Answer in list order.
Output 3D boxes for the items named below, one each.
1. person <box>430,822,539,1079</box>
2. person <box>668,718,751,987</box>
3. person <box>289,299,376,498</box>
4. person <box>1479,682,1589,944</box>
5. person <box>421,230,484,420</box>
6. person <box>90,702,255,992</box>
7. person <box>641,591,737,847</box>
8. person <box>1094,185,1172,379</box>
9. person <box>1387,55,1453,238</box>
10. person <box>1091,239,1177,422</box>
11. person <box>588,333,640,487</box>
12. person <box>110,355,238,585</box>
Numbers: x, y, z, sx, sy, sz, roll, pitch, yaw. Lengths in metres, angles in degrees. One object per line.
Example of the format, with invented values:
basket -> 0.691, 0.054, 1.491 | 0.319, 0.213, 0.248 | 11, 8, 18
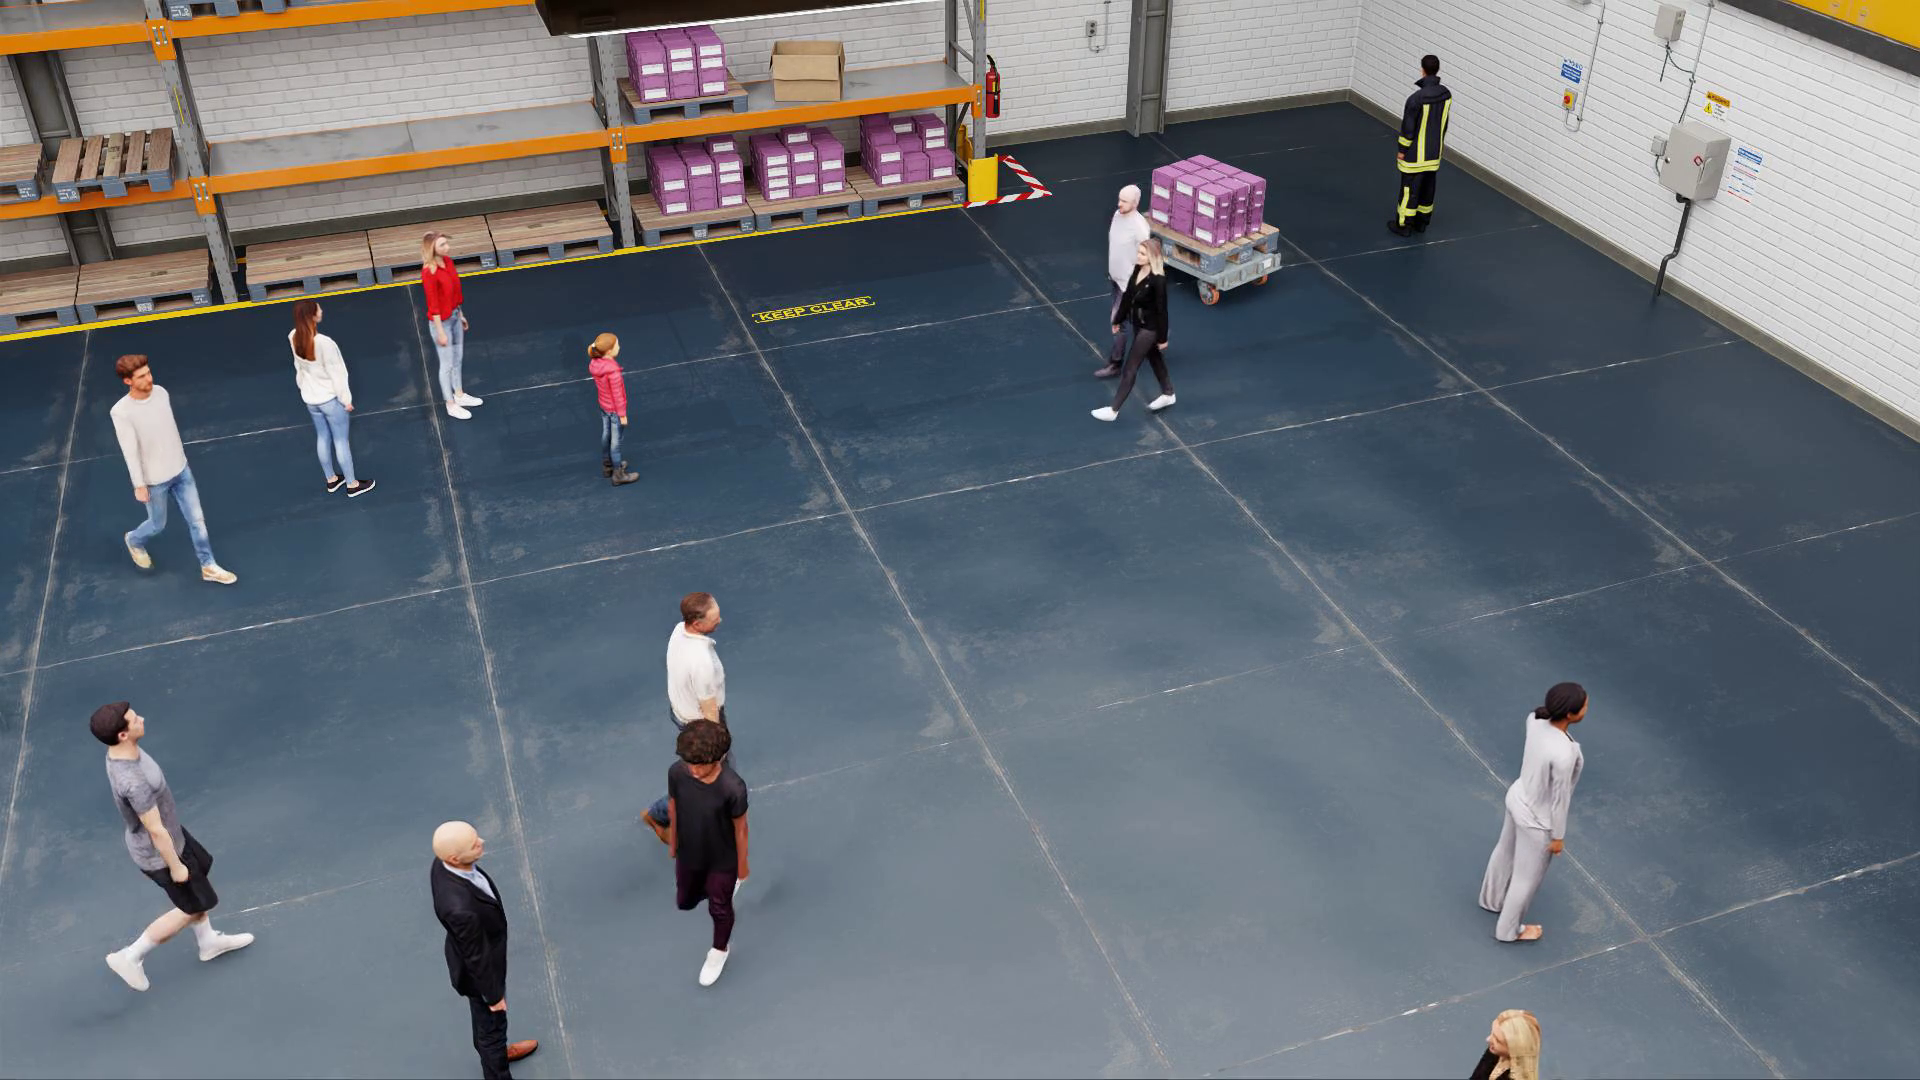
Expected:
person -> -2.397, 2.094, 8.285 | 0.574, 1.800, 0.686 | -13, 36, -19
person -> -1.322, 1.614, 9.044 | 0.924, 1.759, 0.975 | 14, 36, 20
person -> -5.050, -1.137, 13.244 | 0.706, 1.691, 0.754 | 16, 37, 23
person -> 3.191, 1.502, 9.236 | 0.632, 1.733, 0.674 | -2, 34, -3
person -> -4.429, -1.876, 14.345 | 0.693, 1.704, 0.689 | 7, 34, 11
person -> -4.362, 1.662, 8.888 | 0.988, 1.851, 0.755 | -17, 37, -24
person -> -1.609, 1.089, 9.769 | 0.835, 1.830, 0.707 | -14, 36, -20
person -> 1.587, -2.336, 14.943 | 1.012, 1.808, 0.694 | -13, 36, -19
person -> 4.894, -4.171, 17.601 | 0.652, 1.922, 0.876 | -16, 37, -23
person -> 1.678, -1.813, 14.307 | 1.116, 1.641, 0.653 | -13, 36, -19
person -> -2.834, -1.070, 13.484 | 0.548, 1.314, 0.552 | -21, 39, -28
person -> -5.896, -0.507, 12.123 | 1.218, 1.882, 1.140 | 13, 36, 19
